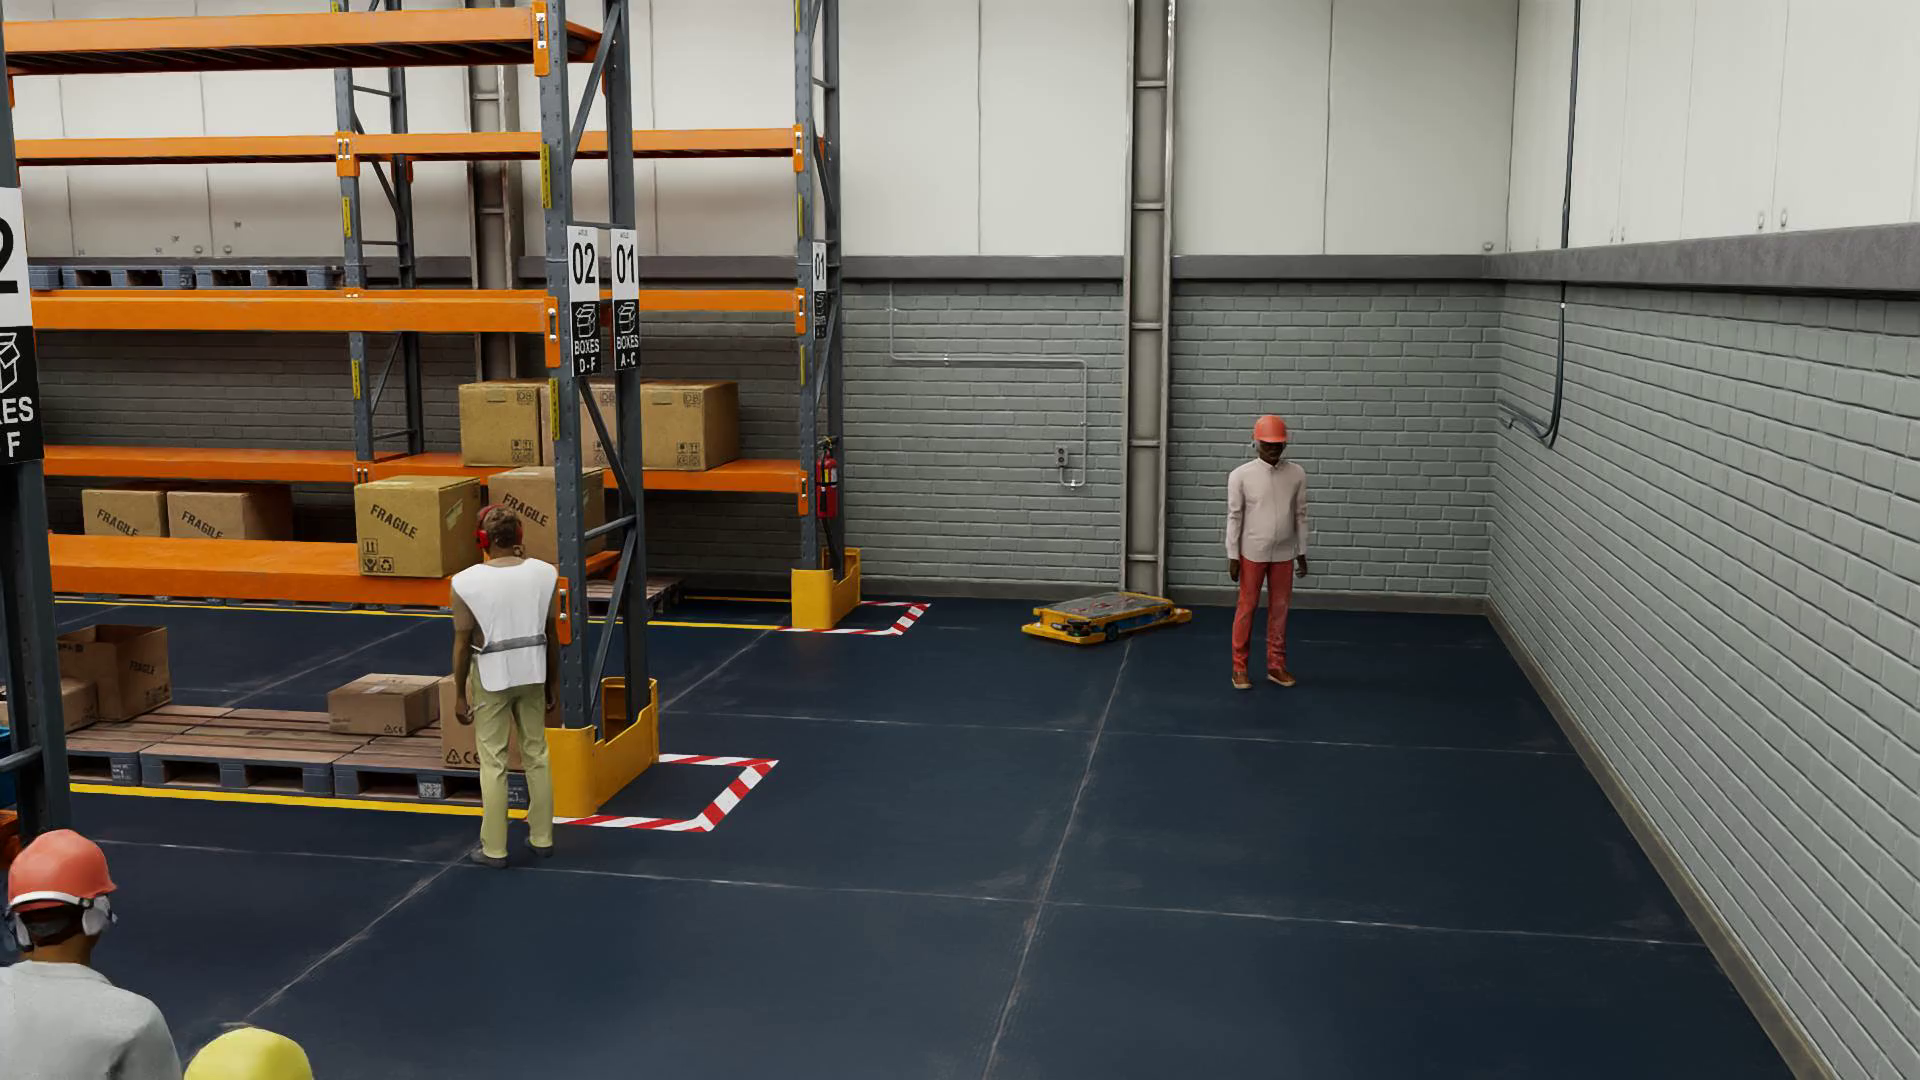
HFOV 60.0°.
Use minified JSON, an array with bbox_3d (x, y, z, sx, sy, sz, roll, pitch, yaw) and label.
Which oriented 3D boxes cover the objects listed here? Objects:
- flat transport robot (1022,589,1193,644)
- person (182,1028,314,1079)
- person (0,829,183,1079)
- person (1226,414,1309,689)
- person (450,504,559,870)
[{"bbox_3d":[1.242,0.627,13.867,1.431,0.197,0.652,-9,13,-43],"label":"flat transport robot"},{"bbox_3d":[-1.269,1.658,2.978,0.902,1.726,0.535,4,10,21],"label":"person"},{"bbox_3d":[-1.990,1.522,3.821,0.620,1.720,0.494,4,10,23],"label":"person"},{"bbox_3d":[2.205,0.089,11.908,0.620,1.986,0.391,-3,10,-16],"label":"person"},{"bbox_3d":[-2.262,0.737,8.355,0.560,1.836,0.390,-7,12,-38],"label":"person"}]
